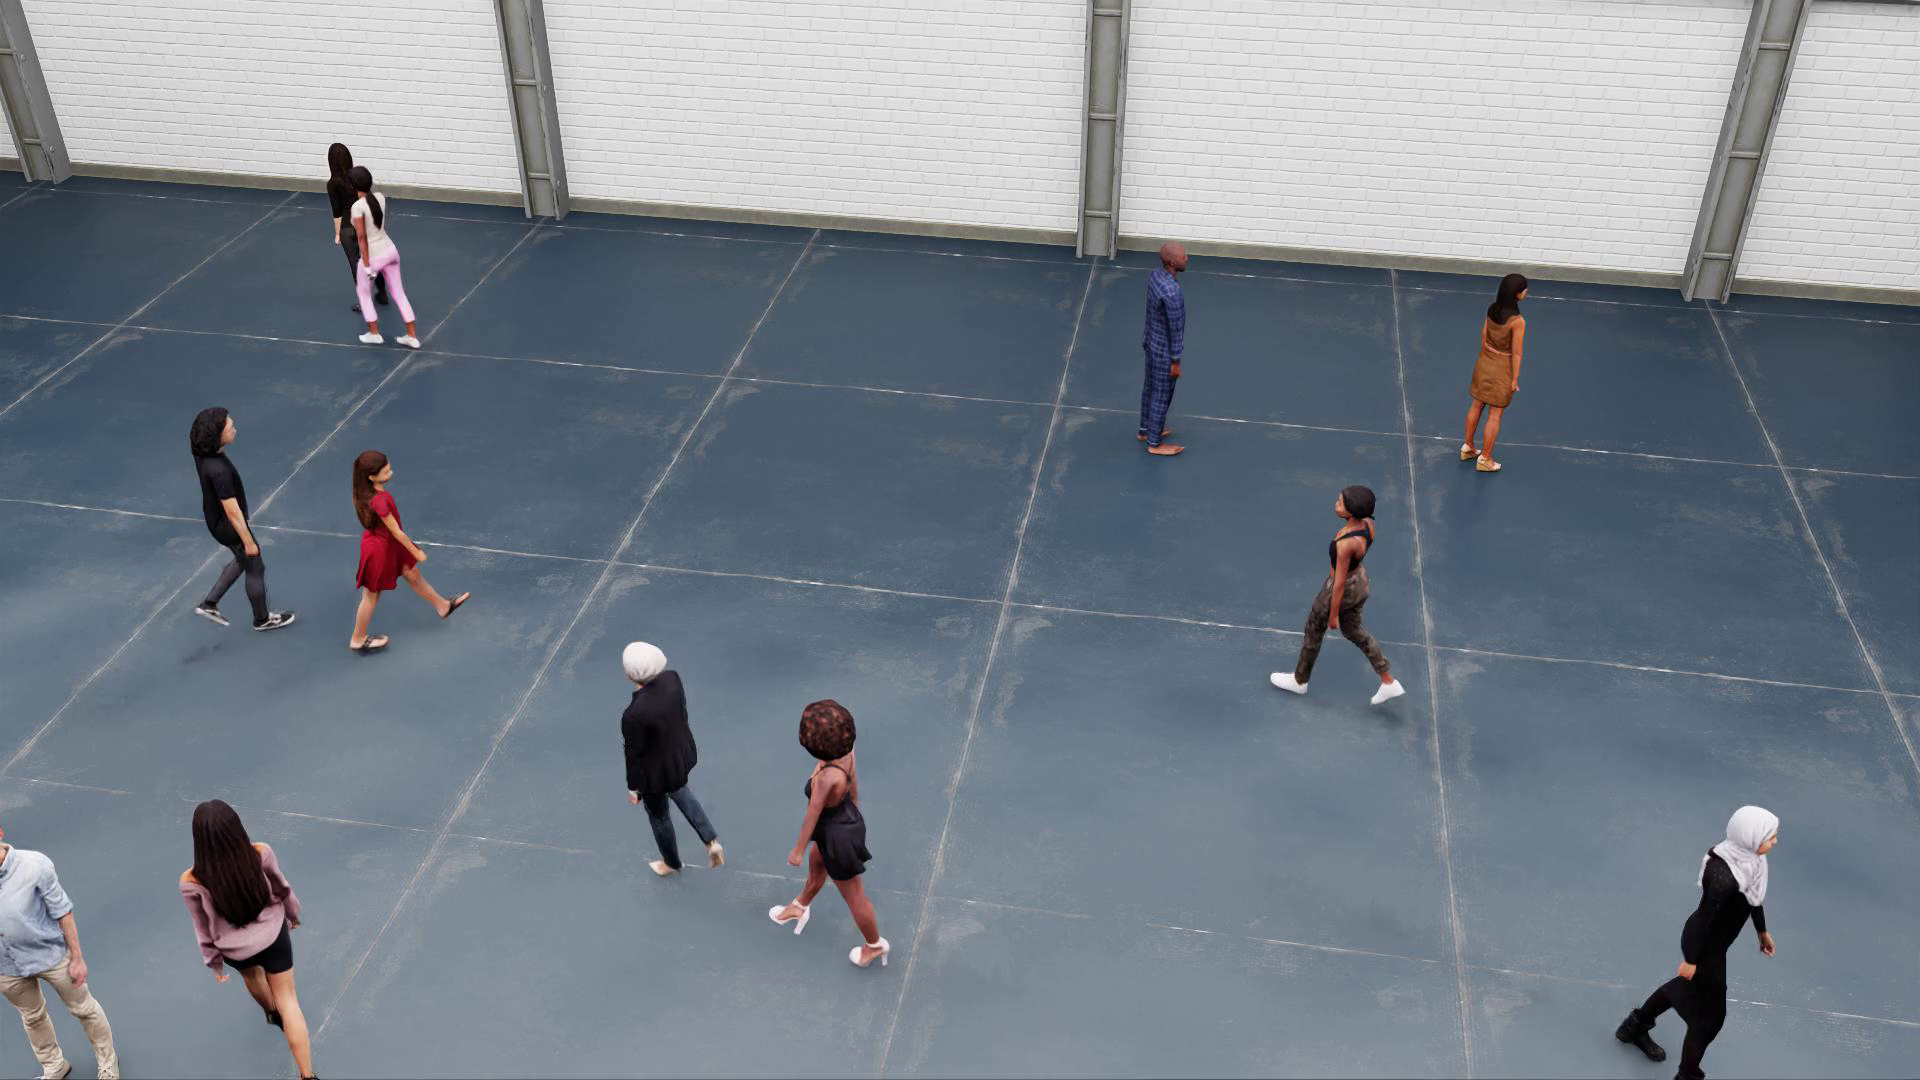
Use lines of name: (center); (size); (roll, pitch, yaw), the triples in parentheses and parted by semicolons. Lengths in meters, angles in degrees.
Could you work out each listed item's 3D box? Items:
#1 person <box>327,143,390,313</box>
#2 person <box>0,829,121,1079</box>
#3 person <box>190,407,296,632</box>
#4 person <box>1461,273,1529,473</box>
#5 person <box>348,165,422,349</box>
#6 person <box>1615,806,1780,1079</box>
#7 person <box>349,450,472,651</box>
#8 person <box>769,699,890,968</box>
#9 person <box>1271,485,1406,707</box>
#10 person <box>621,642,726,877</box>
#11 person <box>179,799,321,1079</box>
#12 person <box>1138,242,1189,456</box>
person: (-5.718, -2.961, 15.739); (0.643, 1.642, 0.641); (23, 40, 31)
person: (-4.508, 2.009, 8.077); (0.612, 1.847, 0.776); (-5, 34, -8)
person: (-4.999, -0.089, 11.264); (0.990, 1.813, 0.934); (-27, 42, -35)
person: (4.273, -1.342, 13.260); (0.674, 1.689, 0.651); (-14, 36, -20)
person: (-5.159, -2.511, 14.992); (0.890, 1.720, 0.730); (15, 36, 21)
person: (3.614, 1.975, 8.212); (0.945, 1.754, 0.834); (27, 42, 34)
person: (-3.976, 0.115, 11.238); (1.122, 1.501, 0.999); (-18, 38, -25)
person: (-0.557, 1.606, 8.759); (0.956, 1.761, 0.569); (7, 34, 10)
person: (2.533, 0.382, 10.682); (1.162, 1.673, 0.915); (22, 39, 29)
person: (-1.578, 1.248, 9.262); (0.874, 1.774, 0.889); (20, 38, 27)
person: (-3.396, 2.041, 8.098); (1.113, 1.770, 1.152); (-20, 38, -27)
person: (1.649, -1.573, 13.492); (0.722, 1.818, 0.740); (-7, 34, -11)
